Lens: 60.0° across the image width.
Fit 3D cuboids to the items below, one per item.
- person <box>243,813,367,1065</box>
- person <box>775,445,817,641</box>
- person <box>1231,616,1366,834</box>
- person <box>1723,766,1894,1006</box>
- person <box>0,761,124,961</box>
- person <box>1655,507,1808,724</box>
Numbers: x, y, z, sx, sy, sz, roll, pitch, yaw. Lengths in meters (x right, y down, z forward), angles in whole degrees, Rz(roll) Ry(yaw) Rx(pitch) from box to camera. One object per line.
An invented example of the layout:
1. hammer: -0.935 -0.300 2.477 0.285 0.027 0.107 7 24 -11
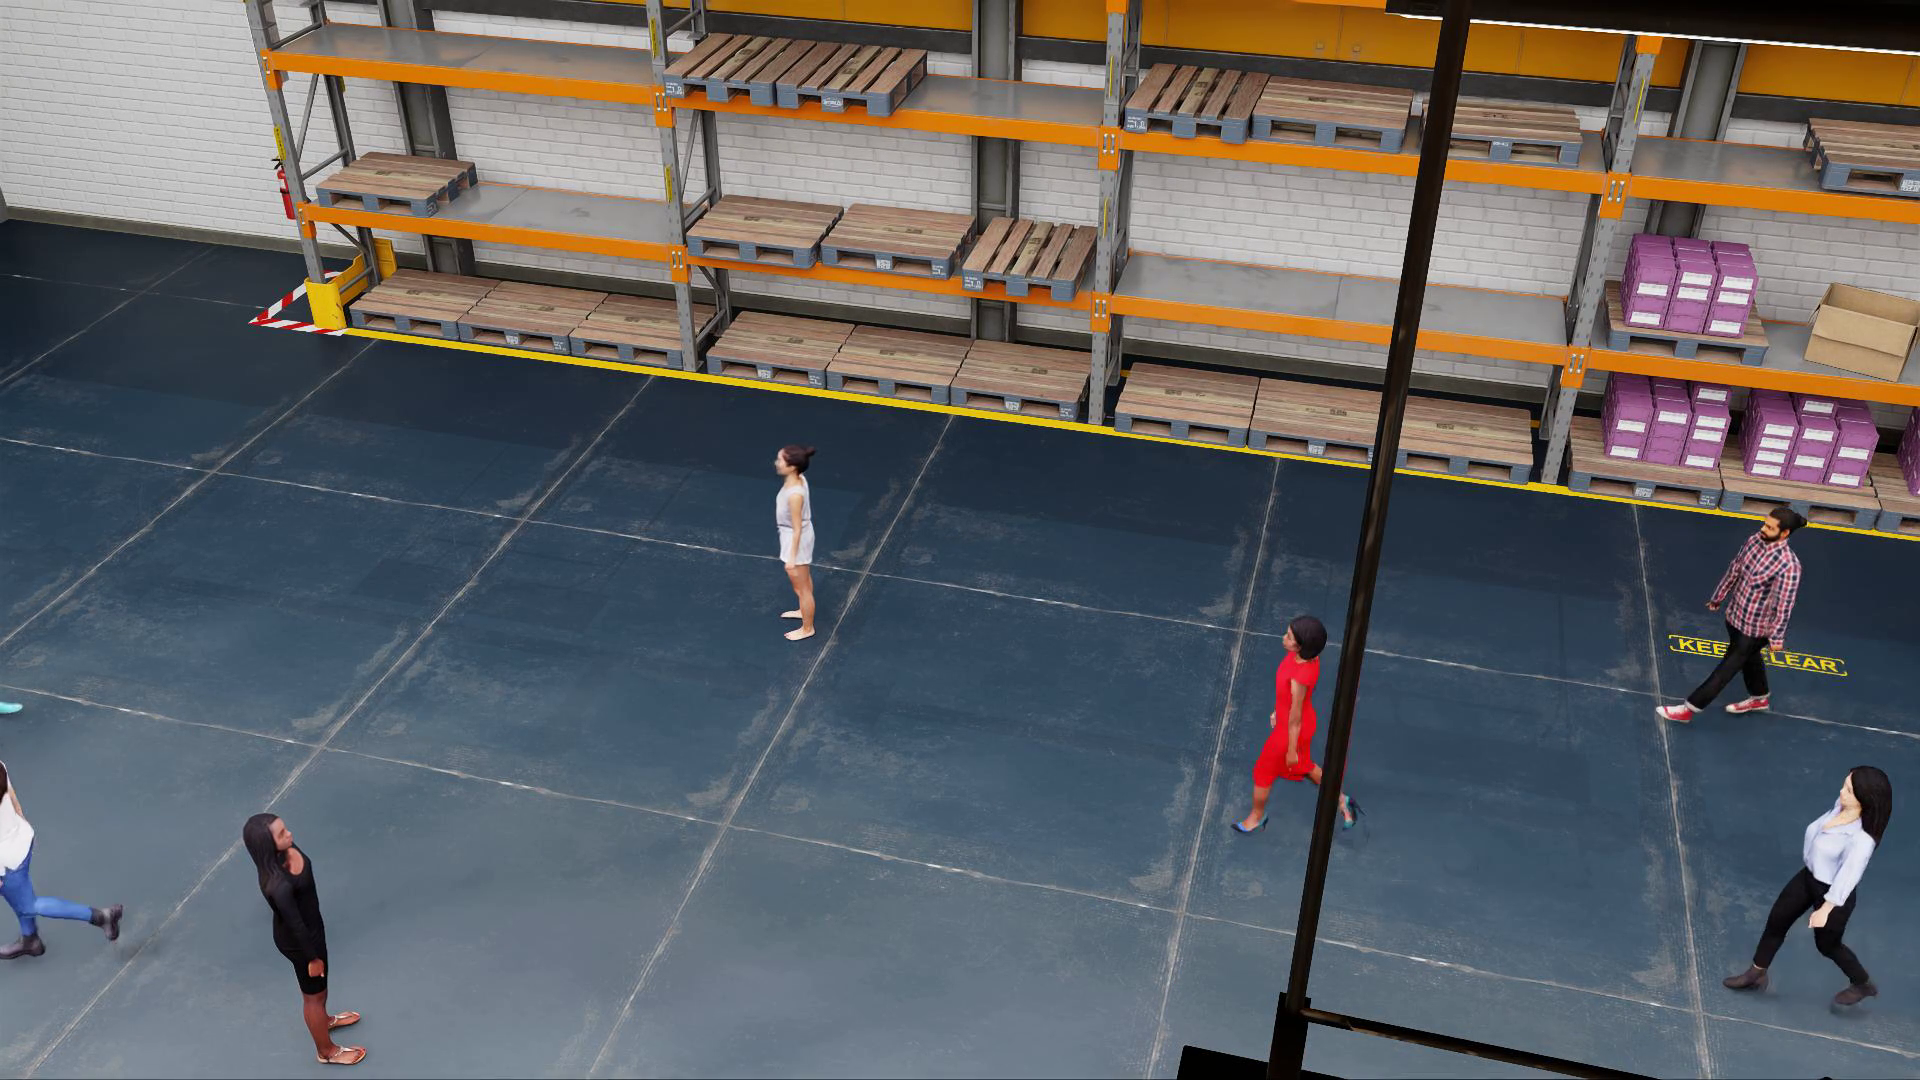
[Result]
1. person: -3.528 2.121 8.927 0.705 1.721 0.684 -12 35 -17
2. person: -1.197 -0.002 12.227 0.667 1.604 0.647 -4 34 -6
3. person: 2.148 1.206 10.310 1.031 1.715 0.573 9 35 13
4. person: 4.868 1.968 9.151 1.055 1.727 0.739 4 34 6
5. person: -5.323 1.792 9.473 1.091 1.665 0.916 -8 34 -12
6. person: 5.448 0.538 11.305 1.227 1.725 0.974 -3 34 -4
